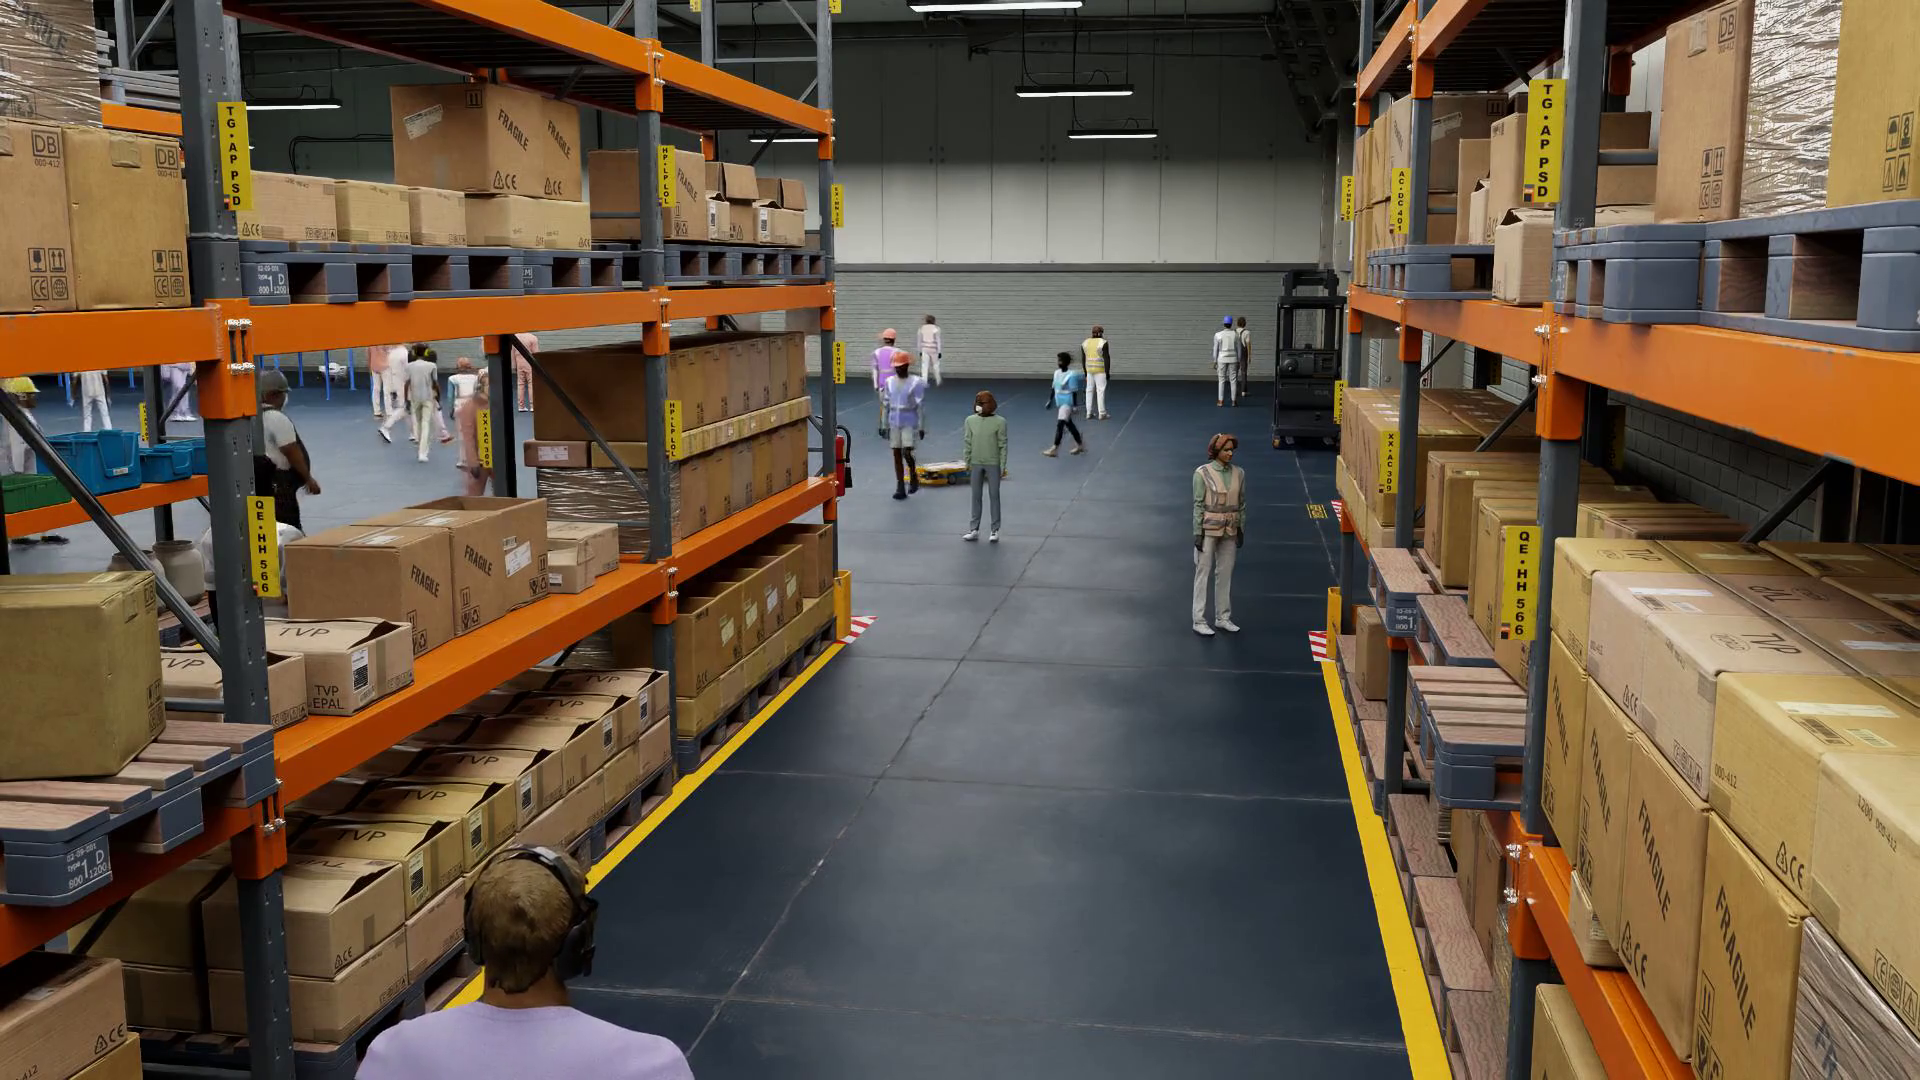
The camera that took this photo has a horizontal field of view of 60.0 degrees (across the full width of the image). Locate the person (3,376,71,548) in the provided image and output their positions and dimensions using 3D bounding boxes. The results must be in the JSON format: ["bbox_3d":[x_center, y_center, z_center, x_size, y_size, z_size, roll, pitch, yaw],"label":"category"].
[{"bbox_3d":[-9.796,-0.828,17.631,0.690,1.807,0.601,-7,12,-37],"label":"person"}]

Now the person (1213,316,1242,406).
[{"bbox_3d":[5.787,-3.876,36.006,0.605,1.949,0.399,1,9,4],"label":"person"}]

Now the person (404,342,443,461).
[{"bbox_3d":[-8.308,-2.144,25.734,0.514,1.814,0.967,-1,9,-3],"label":"person"}]

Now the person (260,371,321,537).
[{"bbox_3d":[-6.269,-0.581,15.531,0.965,2.000,0.696,-8,12,-40],"label":"person"}]

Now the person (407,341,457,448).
[{"bbox_3d":[-8.817,-2.528,27.626,0.649,1.962,0.823,4,10,23],"label":"person"}]

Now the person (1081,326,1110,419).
[{"bbox_3d":[2.716,-3.320,32.924,0.620,1.838,0.429,7,12,37],"label":"person"}]

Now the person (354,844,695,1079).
[{"bbox_3d":[-0.748,1.483,2.984,0.629,1.940,0.378,1,9,8],"label":"person"}]

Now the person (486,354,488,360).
[{"bbox_3d":[-11.373,-4.619,40.733,0.605,1.905,0.446,-7,11,-35],"label":"person"}]

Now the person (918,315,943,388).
[{"bbox_3d":[-0.716,-4.733,41.753,0.657,1.791,0.942,3,10,19],"label":"person"}]

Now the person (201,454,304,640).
[{"bbox_3d":[-3.689,0.518,8.846,0.611,1.966,0.362,2,9,13],"label":"person"}]

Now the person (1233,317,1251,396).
[{"bbox_3d":[6.568,-4.301,38.941,0.505,1.847,0.349,6,11,33],"label":"person"}]

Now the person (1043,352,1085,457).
[{"bbox_3d":[1.674,-2.155,26.301,0.882,1.654,0.541,-5,10,-27],"label":"person"}]

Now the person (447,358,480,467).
[{"bbox_3d":[-7.399,-1.911,24.926,0.521,1.613,0.542,-4,10,-25],"label":"person"}]

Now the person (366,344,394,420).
[{"bbox_3d":[-11.369,-3.363,32.726,0.609,1.986,0.392,3,10,19],"label":"person"}]

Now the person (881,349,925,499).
[{"bbox_3d":[-0.737,-1.490,21.377,0.554,1.919,0.426,4,10,24],"label":"person"}]

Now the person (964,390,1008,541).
[{"bbox_3d":[0.276,-0.809,18.061,0.501,1.631,0.287,4,10,23],"label":"person"}]

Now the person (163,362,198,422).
[{"bbox_3d":[-14.999,-3.221,32.147,0.756,1.880,0.680,1,9,3],"label":"person"}]

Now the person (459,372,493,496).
[{"bbox_3d":[-5.007,-0.865,17.736,0.973,1.853,0.658,7,11,35],"label":"person"}]

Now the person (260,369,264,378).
[{"bbox_3d":[-6.861,-0.698,16.183,0.394,2.018,0.747,-3,10,-18],"label":"person"}]

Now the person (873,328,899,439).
[{"bbox_3d":[-1.225,-2.733,29.061,0.558,1.922,0.419,4,10,22],"label":"person"}]

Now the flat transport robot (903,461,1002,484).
[{"bbox_3d":[-0.097,-0.958,23.301,1.431,0.197,0.652,-9,13,-43],"label":"flat transport robot"}]

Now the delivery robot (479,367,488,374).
[{"bbox_3d":[-11.969,-4.267,42.549,0.707,0.478,0.477,6,11,33],"label":"delivery robot"}]

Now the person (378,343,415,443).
[{"bbox_3d":[-9.566,-2.610,28.442,0.880,1.874,0.646,-7,12,-38],"label":"person"}]

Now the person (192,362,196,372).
[{"bbox_3d":[-15.135,-3.446,33.428,0.489,1.917,0.560,3,10,15],"label":"person"}]

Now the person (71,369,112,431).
[{"bbox_3d":[-13.789,-2.279,26.426,0.557,1.866,0.329,-4,10,-25],"label":"person"}]

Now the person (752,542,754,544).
[{"bbox_3d":[-1.798,-0.362,14.667,0.395,1.839,0.564,2,9,13],"label":"person"}]

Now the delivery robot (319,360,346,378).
[{"bbox_3d":[-16.636,-4.518,44.094,0.707,0.478,0.477,4,10,24],"label":"delivery robot"}]

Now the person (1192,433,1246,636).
[{"bbox_3d":[2.077,-0.049,13.391,0.508,1.629,0.314,-5,10,-27],"label":"person"}]

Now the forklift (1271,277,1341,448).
[{"bbox_3d":[5.847,-3.016,27.970,1.129,2.768,1.873,1,9,9],"label":"forklift"}]

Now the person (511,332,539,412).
[{"bbox_3d":[-8.958,-3.604,34.457,0.653,1.905,0.407,4,10,21],"label":"person"}]
